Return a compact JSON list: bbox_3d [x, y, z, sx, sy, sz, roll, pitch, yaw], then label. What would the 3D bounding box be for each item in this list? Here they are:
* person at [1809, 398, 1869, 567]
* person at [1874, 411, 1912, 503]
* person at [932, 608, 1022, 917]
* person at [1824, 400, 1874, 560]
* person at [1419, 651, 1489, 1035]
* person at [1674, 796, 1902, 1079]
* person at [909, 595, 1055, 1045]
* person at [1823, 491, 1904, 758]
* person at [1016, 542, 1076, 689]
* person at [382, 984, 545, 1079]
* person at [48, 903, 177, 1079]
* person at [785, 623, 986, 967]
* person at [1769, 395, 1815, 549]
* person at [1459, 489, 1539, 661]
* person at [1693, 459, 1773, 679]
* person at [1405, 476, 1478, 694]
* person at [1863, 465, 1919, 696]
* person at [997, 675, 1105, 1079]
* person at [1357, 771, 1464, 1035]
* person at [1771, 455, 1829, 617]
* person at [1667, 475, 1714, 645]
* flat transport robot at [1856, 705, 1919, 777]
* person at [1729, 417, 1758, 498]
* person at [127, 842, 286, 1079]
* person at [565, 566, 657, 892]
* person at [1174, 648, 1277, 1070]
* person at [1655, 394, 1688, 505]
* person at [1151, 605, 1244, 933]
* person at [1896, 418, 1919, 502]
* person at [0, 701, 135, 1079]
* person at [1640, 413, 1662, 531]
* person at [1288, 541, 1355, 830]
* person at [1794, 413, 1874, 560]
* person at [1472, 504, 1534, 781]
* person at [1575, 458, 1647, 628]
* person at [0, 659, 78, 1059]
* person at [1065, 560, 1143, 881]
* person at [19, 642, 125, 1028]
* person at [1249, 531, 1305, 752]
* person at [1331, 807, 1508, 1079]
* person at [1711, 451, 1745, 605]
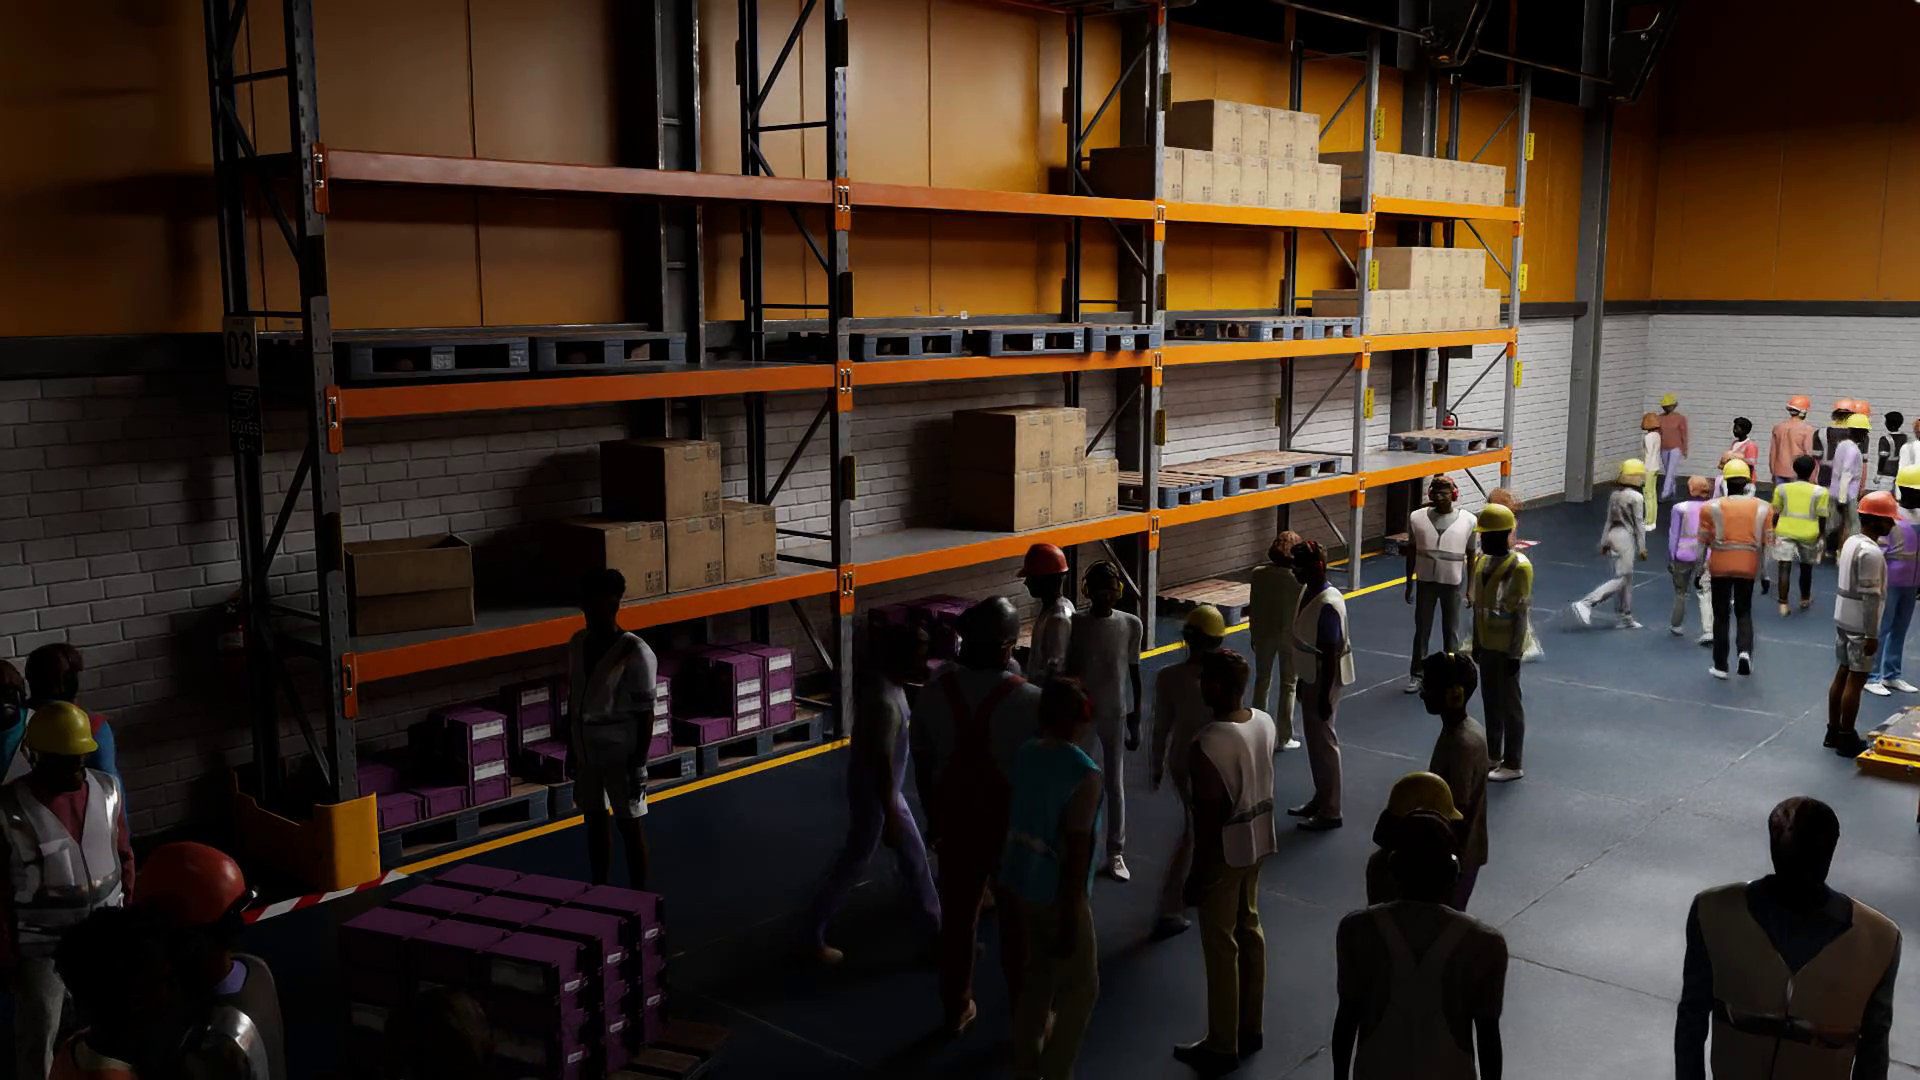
[{"bbox_3d":[10.594,-0.692,20.087,0.611,2.032,0.411,5,10,29],"label":"person"},{"bbox_3d":[12.540,-0.888,22.406,0.534,1.698,0.318,-4,10,-25],"label":"person"},{"bbox_3d":[0.110,1.181,9.209,0.541,1.651,0.870,-4,10,-22],"label":"person"},{"bbox_3d":[10.955,-0.731,20.476,0.407,1.986,0.616,0,9,2],"label":"person"},{"bbox_3d":[2.111,1.393,7.183,0.326,1.862,0.510,3,9,16],"label":"person"},{"bbox_3d":[2.477,1.695,5.040,0.593,1.920,0.391,3,9,21],"label":"person"},{"bbox_3d":[0.145,1.250,7.517,0.682,2.000,0.536,4,10,23],"label":"person"},{"bbox_3d":[6.530,0.605,12.016,0.375,1.934,0.548,2,9,12],"label":"person"},{"bbox_3d":[0.514,0.969,9.700,0.387,1.929,0.543,0,9,2],"label":"person"},{"bbox_3d":[-1.063,1.902,3.671,0.466,1.924,0.644,3,9,19],"label":"person"},{"bbox_3d":[-1.982,1.828,4.022,0.361,1.965,0.614,-6,11,-35],"label":"person"},{"bbox_3d":[-0.406,1.271,8.266,1.003,1.774,0.570,1,9,3],"label":"person"},{"bbox_3d":[10.615,-0.849,21.196,0.389,1.996,0.612,-4,10,-24],"label":"person"},{"bbox_3d":[4.823,0.325,14.918,0.842,1.590,0.507,2,9,15],"label":"person"},{"bbox_3d":[6.674,0.256,14.398,0.584,1.904,0.465,2,9,11],"label":"person"},{"bbox_3d":[3.984,0.375,13.782,0.564,1.845,0.389,4,10,24],"label":"person"},{"bbox_3d":[7.810,0.333,13.797,0.593,1.925,0.384,-4,9,-22],"label":"person"},{"bbox_3d":[0.381,1.466,6.873,0.476,1.803,0.594,-5,10,-31],"label":"person"},{"bbox_3d":[1.573,1.659,5.872,0.336,1.735,0.487,-1,9,-4],"label":"person"},{"bbox_3d":[8.649,-0.053,17.151,0.549,1.642,0.858,6,11,35],"label":"person"},{"bbox_3d":[7.016,0.179,15.850,0.527,1.594,0.831,1,9,8],"label":"person"},{"bbox_3d":[6.983,1.448,11.926,0.652,0.197,1.431,8,12,41],"label":"flat transport robot"},{"bbox_3d":[10.122,-0.750,21.557,0.322,1.690,0.537,-1,9,-4],"label":"person"},{"bbox_3d":[-1.896,1.757,4.237,0.380,2.041,0.616,-3,9,-17],"label":"person"},{"bbox_3d":[-1.846,1.104,8.695,0.607,1.966,0.367,6,11,34],"label":"person"},{"bbox_3d":[1.182,1.385,7.270,0.373,1.843,0.571,7,11,39],"label":"person"},{"bbox_3d":[11.038,-1.424,25.832,0.531,1.705,0.963,8,12,44],"label":"person"},{"bbox_3d":[1.303,1.199,8.895,0.533,1.718,0.890,9,12,44],"label":"person"},{"bbox_3d":[11.500,-0.539,19.789,0.655,1.821,1.012,4,10,25],"label":"person"},{"bbox_3d":[-3.486,1.518,6.495,0.403,1.824,0.591,5,10,31],"label":"person"},{"bbox_3d":[9.495,-0.938,22.934,0.270,1.632,0.508,7,11,36],"label":"person"},{"bbox_3d":[2.252,0.906,10.436,0.418,1.828,0.561,0,9,0],"label":"person"},{"bbox_3d":[10.442,-0.574,19.749,0.889,1.894,0.591,3,9,18],"label":"person"},{"bbox_3d":[3.702,0.700,11.480,0.407,1.918,0.582,-3,9,-16],"label":"person"},{"bbox_3d":[6.423,0.051,16.346,0.731,1.715,0.500,-1,9,-8],"label":"person"},{"bbox_3d":[-4.117,1.409,7.197,0.622,1.837,0.430,-5,10,-31],"label":"person"},{"bbox_3d":[0.794,1.031,9.525,0.509,1.860,0.334,0,9,0],"label":"person"},{"bbox_3d":[-4.012,1.367,7.445,0.635,1.837,0.429,2,9,15],"label":"person"},{"bbox_3d":[2.350,0.738,12.160,0.504,1.622,0.299,5,10,31],"label":"person"},{"bbox_3d":[1.392,1.725,5.108,0.504,1.840,0.342,3,9,17],"label":"person"},{"bbox_3d":[8.163,-0.136,17.743,0.309,1.640,0.513,2,9,12],"label":"person"}]
